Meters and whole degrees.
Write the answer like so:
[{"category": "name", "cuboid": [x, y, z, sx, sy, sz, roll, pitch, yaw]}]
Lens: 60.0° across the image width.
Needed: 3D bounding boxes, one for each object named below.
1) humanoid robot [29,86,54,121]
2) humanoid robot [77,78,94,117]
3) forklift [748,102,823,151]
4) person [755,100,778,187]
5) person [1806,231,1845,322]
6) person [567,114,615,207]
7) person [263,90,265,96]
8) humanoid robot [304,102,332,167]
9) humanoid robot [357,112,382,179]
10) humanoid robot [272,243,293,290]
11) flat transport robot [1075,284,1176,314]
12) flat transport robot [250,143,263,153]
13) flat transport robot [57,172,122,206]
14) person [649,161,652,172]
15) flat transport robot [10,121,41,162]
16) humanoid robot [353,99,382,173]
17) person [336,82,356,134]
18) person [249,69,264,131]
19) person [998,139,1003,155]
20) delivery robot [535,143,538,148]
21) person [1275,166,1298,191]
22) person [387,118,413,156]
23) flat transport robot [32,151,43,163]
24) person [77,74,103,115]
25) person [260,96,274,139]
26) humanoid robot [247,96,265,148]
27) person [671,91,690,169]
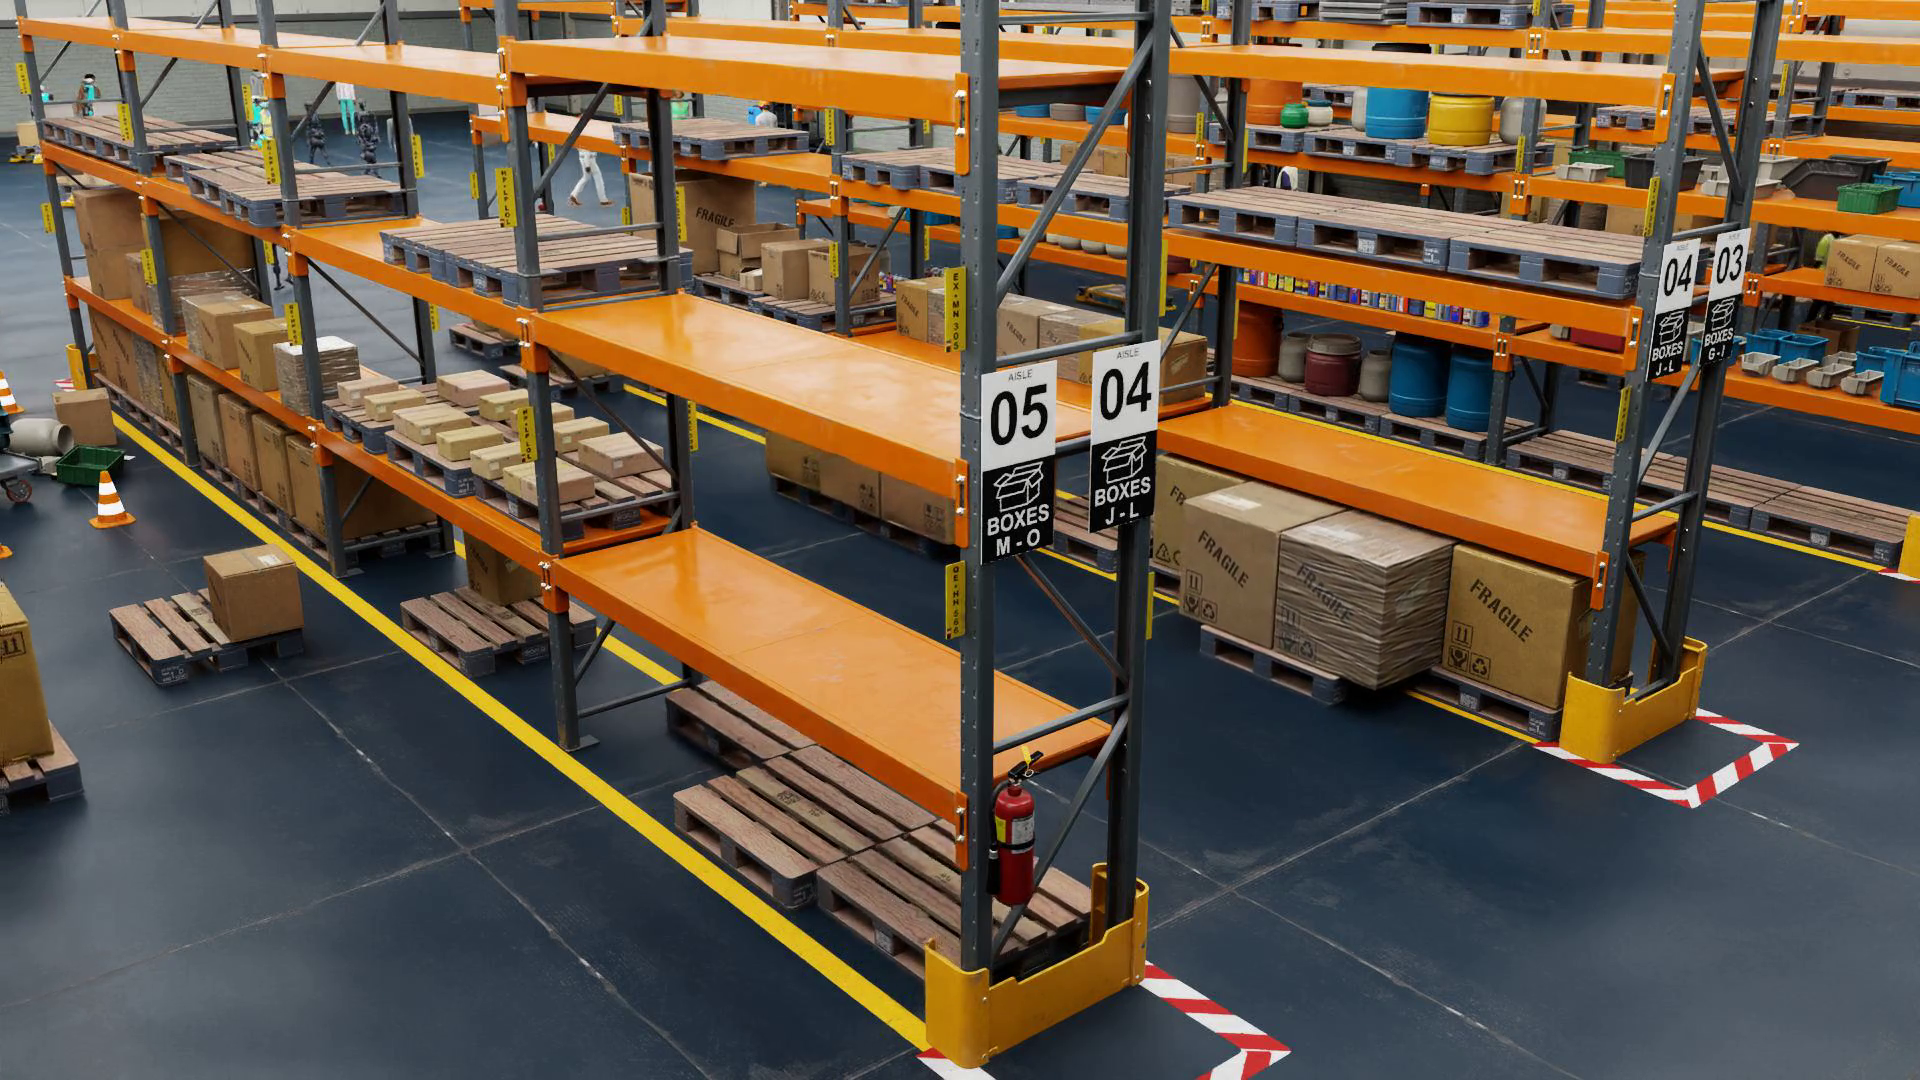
[{"category": "humanoid robot", "cuboid": [-22.550, -10.252, 40.972, 0.541, 1.850, 0.679, -12, 23, -31]}, {"category": "humanoid robot", "cuboid": [-22.907, -11.100, 43.351, 0.797, 1.798, 0.530, -3, 20, -8]}, {"category": "forklift", "cuboid": [-4.526, -11.368, 42.374, 1.129, 2.768, 1.873, -15, 24, -37]}, {"category": "person", "cuboid": [-4.169, -8.567, 35.883, 0.569, 1.889, 0.389, -11, 22, -28]}, {"category": "person", "cuboid": [11.224, -3.340, 21.304, 0.556, 1.668, 0.709, -15, 24, -36]}, {"category": "person", "cuboid": [-7.378, -7.514, 32.935, 0.892, 1.848, 0.588, -9, 21, -24]}, {"category": "person", "cuboid": [-18.575, -11.579, 44.746, 0.322, 1.691, 0.531, -6, 20, -17]}, {"category": "humanoid robot", "cuboid": [-14.749, -9.202, 38.066, 0.767, 1.618, 0.586, 4, 20, 11]}, {"category": "humanoid robot", "cuboid": [-12.641, -8.276, 35.419, 0.755, 1.625, 0.600, -2, 19, -5]}, {"category": "humanoid robot", "cuboid": [-10.231, -4.587, 24.871, 0.603, 1.647, 0.358, 1, 19, 3]}, {"category": "flat transport robot", "cuboid": [2.356, -3.431, 23.700, 0.659, 0.231, 1.431, -14, 24, -34]}, {"category": "flat transport robot", "cuboid": [-18.142, -9.927, 42.187, 1.431, 0.231, 0.659, 2, 19, 6]}, {"category": "flat transport robot", "cuboid": [-17.379, -6.929, 33.656, 0.659, 0.231, 1.431, 7, 20, 18]}, {"category": "person", "cuboid": [-5.103, -5.940, 28.285, 0.369, 1.964, 0.607, -2, 20, -7]}, {"category": "flat transport robot", "cuboid": [-22.353, -9.384, 40.643, 1.431, 0.231, 0.659, -5, 20, -14]}, {"category": "humanoid robot", "cuboid": [-13.627, -9.306, 38.300, 0.592, 1.650, 0.371, -2, 19, -5]}, {"category": "person", "cuboid": [-17.193, -12.345, 46.612, 0.527, 1.906, 0.415, 2, 19, 6]}, {"category": "person", "cuboid": [-20.013, -12.655, 47.532, 0.393, 1.875, 0.510, 12, 23, 31]}, {"category": "person", "cuboid": [0.554, -7.516, 33.133, 0.874, 1.717, 0.530, 18, 26, 41]}, {"category": "delivery robot", "cuboid": [-11.088, -10.580, 43.586, 0.499, 0.575, 0.750, -12, 23, -31]}, {"category": "person", "cuboid": [5.317, -5.477, 27.145, 0.377, 1.843, 0.569, 7, 21, 19]}, {"category": "person", "cuboid": [-12.240, -8.681, 36.403, 0.544, 1.740, 0.595, -10, 22, -27]}, {"category": "flat transport robot", "cuboid": [-22.267, -9.371, 40.607, 0.659, 0.231, 1.431, -10, 22, -26]}, {"category": "person", "cuboid": [-22.982, -11.407, 44.064, 0.726, 1.813, 0.743, 6, 20, 16]}, {"category": "person", "cuboid": [-15.282, -8.945, 37.016, 0.512, 1.849, 0.991, 3, 20, 7]}, {"category": "humanoid robot", "cuboid": [-15.789, -9.141, 37.797, 0.676, 1.847, 0.546, 11, 22, 28]}, {"category": "person", "cuboid": [-6.446, -9.504, 38.435, 0.505, 1.961, 0.459, -8, 21, -22]}]
